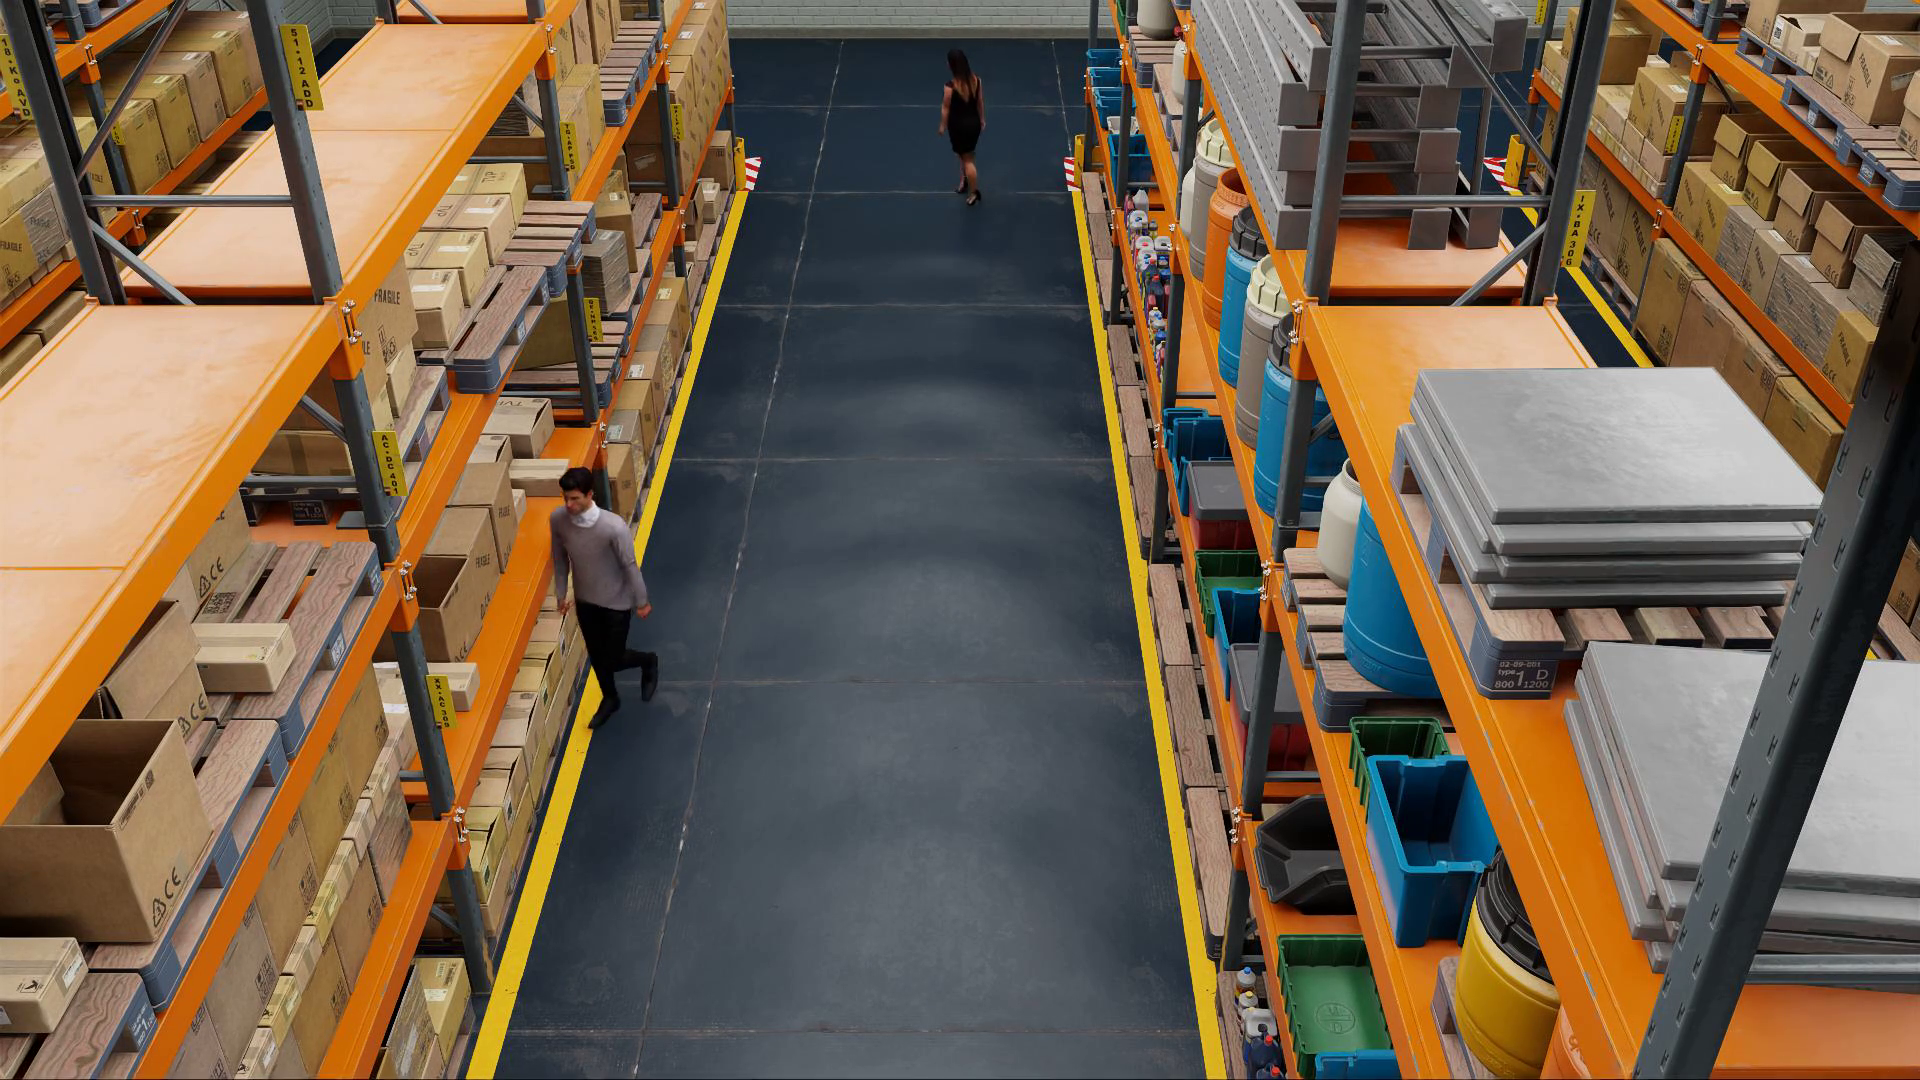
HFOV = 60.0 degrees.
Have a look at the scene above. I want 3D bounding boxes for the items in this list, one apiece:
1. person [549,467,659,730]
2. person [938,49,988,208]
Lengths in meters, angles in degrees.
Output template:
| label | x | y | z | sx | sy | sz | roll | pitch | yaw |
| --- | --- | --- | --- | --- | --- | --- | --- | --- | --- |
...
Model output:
| label | x | y | z | sx | sy | sz | roll | pitch | yaw |
| --- | --- | --- | --- | --- | --- | --- | --- | --- | --- |
| person | -2.219 | 0.311 | 10.564 | 0.950 | 1.903 | 1.004 | 16 | 36 | 23 |
| person | 0.107 | -4.439 | 18.065 | 0.833 | 1.687 | 0.894 | -28 | 42 | -36 |
